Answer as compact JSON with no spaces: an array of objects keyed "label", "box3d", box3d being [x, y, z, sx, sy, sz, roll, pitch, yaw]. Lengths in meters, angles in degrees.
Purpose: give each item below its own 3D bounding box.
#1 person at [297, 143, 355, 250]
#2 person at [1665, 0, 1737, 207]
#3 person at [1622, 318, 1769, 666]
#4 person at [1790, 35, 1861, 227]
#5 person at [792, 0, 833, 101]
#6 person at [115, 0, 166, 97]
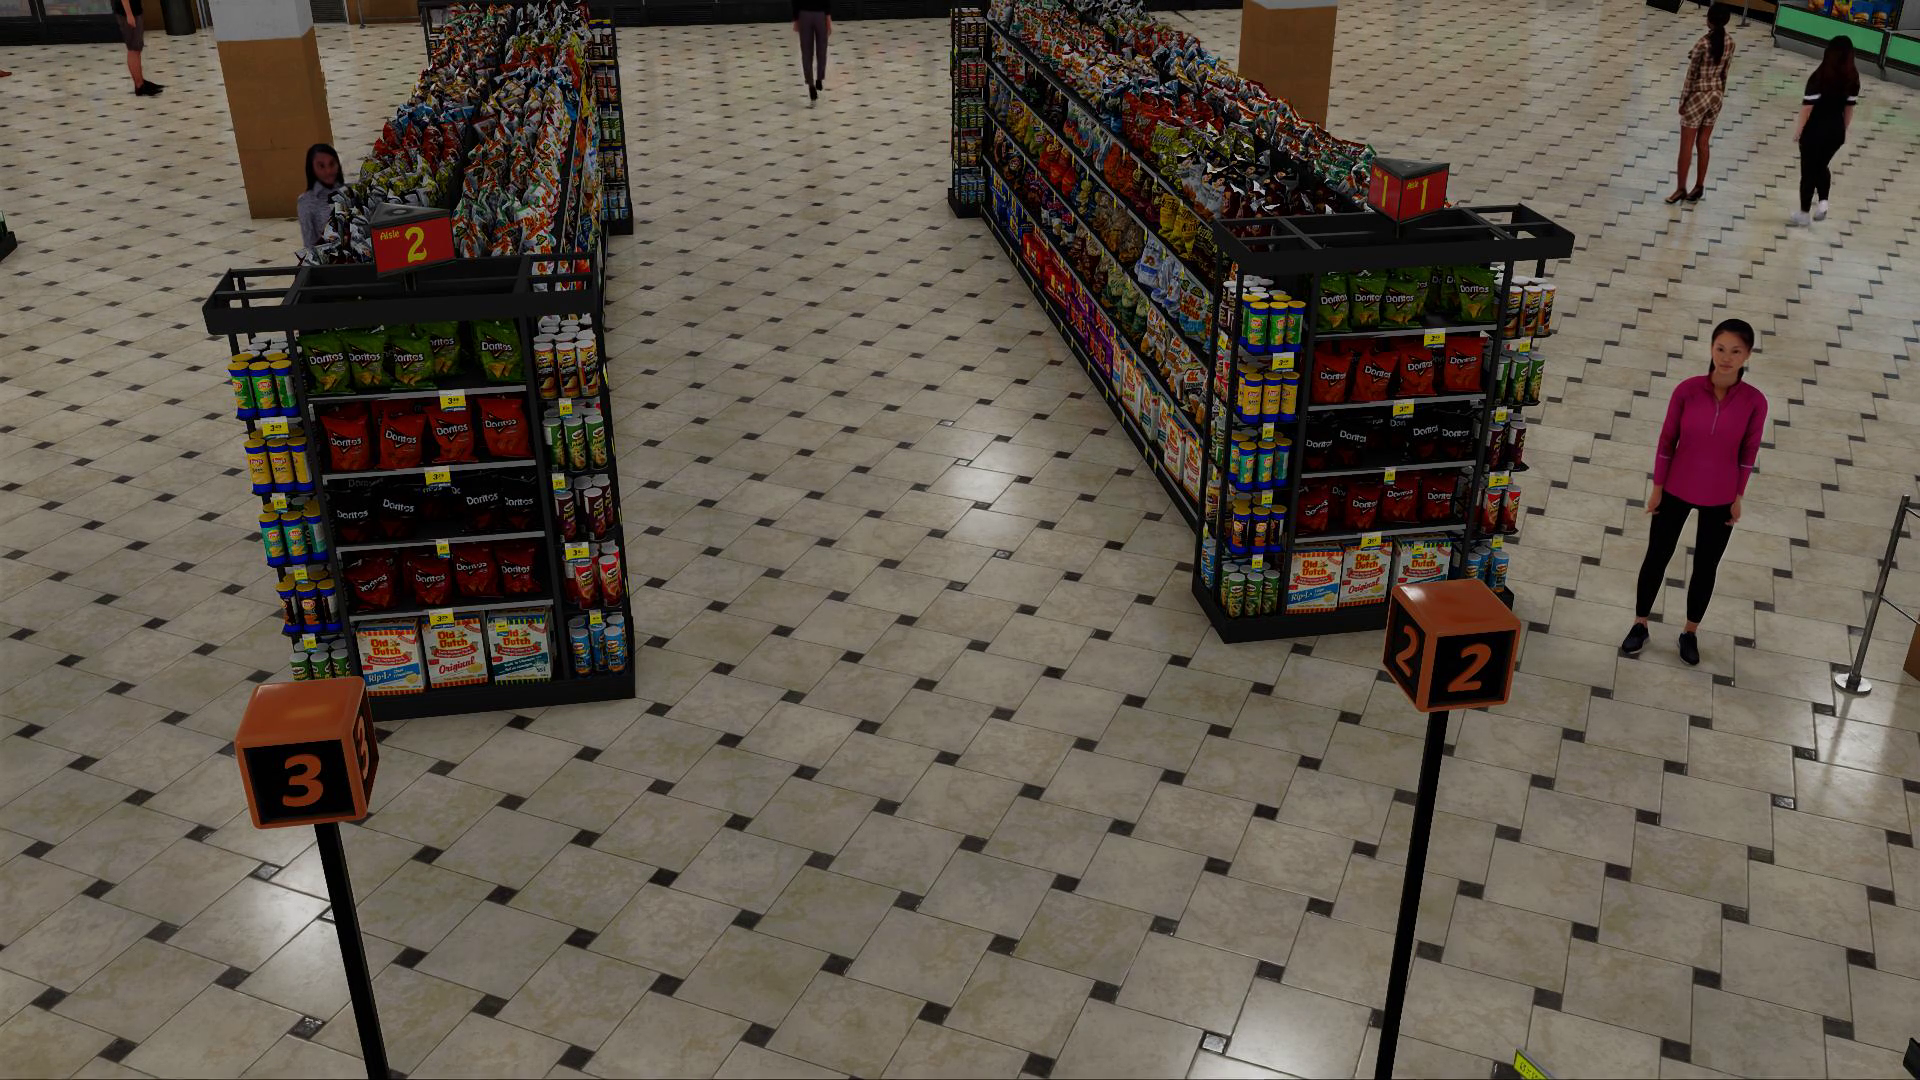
[{"label":"person","box3d":[-3.942,-1.686,10.661,0.670,1.725,0.675,-21,34,-35]},{"label":"person","box3d":[6.689,-3.915,14.983,0.607,1.792,0.579,-8,28,-16]},{"label":"person","box3d":[3.466,-0.225,7.809,0.685,1.699,0.722,10,29,19]},{"label":"person","box3d":[7.453,-3.485,14.315,0.641,1.631,0.726,-1,27,-2]},{"label":"person","box3d":[-1.679,-5.796,18.878,0.668,1.624,1.035,-1,27,-3]},{"label":"person","box3d":[-9.628,-6.123,19.261,0.771,1.861,0.546,-8,28,-16]}]
